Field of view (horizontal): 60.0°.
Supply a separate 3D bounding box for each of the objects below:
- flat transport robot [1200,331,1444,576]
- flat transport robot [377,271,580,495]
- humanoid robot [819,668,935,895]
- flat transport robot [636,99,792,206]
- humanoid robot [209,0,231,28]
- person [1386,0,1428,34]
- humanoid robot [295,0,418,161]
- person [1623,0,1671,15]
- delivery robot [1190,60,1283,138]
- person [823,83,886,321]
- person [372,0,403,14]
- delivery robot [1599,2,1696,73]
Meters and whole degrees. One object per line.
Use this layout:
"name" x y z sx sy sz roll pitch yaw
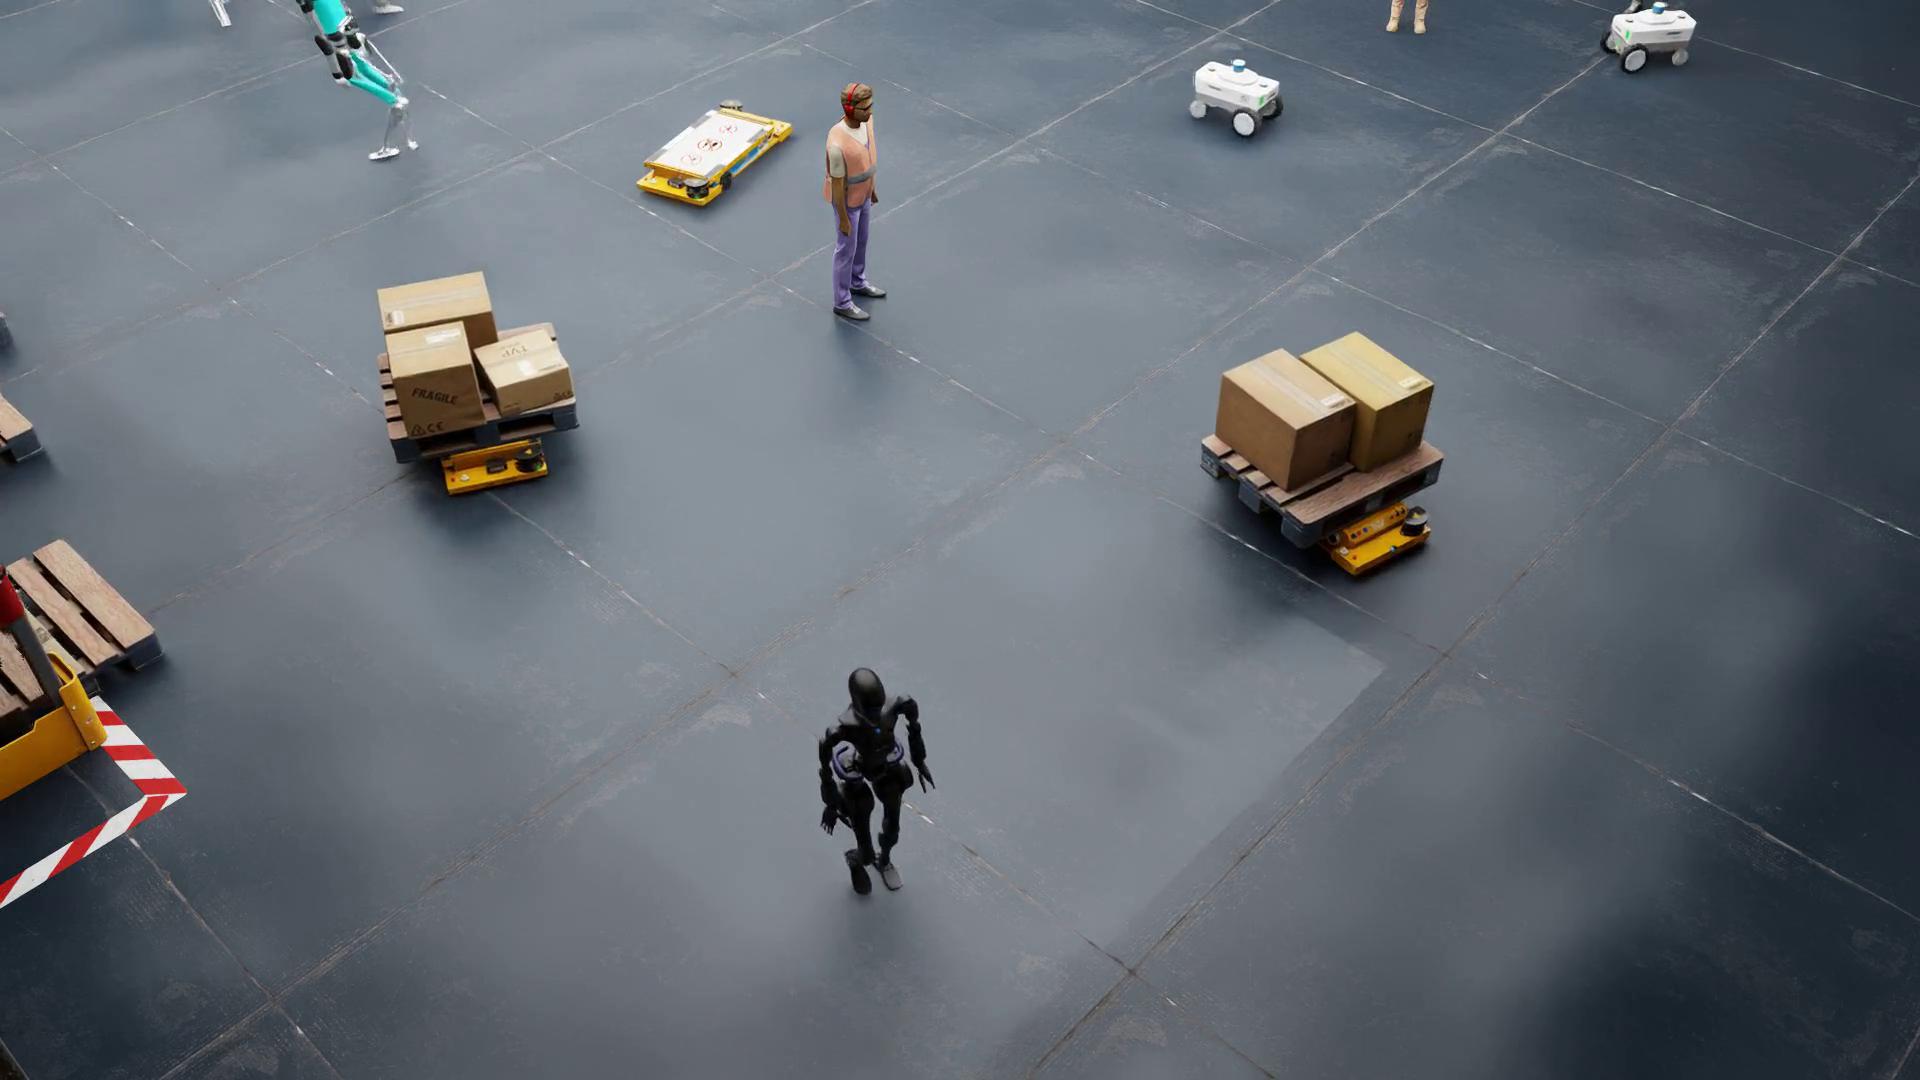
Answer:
"flat transport robot" 2.338 -0.345 10.910 0.659 0.231 1.431 -24 47 -24
"flat transport robot" -3.292 -0.866 11.488 0.659 0.231 1.431 -13 44 -14
"humanoid robot" -0.410 1.178 8.168 0.611 1.644 0.331 -22 46 -22
"flat transport robot" -2.090 -3.319 14.215 0.659 0.231 1.431 19 45 20
"humanoid robot" -7.271 -5.822 15.961 0.547 1.858 0.846 -18 45 -19
"person" 4.384 -5.653 15.704 0.494 1.744 0.301 6 42 7
"humanoid robot" -4.921 -3.968 13.848 0.807 1.784 0.552 8 43 9
"person" 6.798 -5.896 15.912 0.567 1.834 0.401 22 46 22
"delivery robot" 2.459 -3.924 14.686 0.792 0.611 0.499 26 48 26
"person" -0.788 -2.477 12.111 0.390 1.836 0.559 14 44 15
"person" -5.985 -5.808 15.989 0.801 1.606 0.528 -17 45 -18
"delivery robot" 6.445 -4.719 15.568 0.805 0.609 0.499 -6 42 -7
